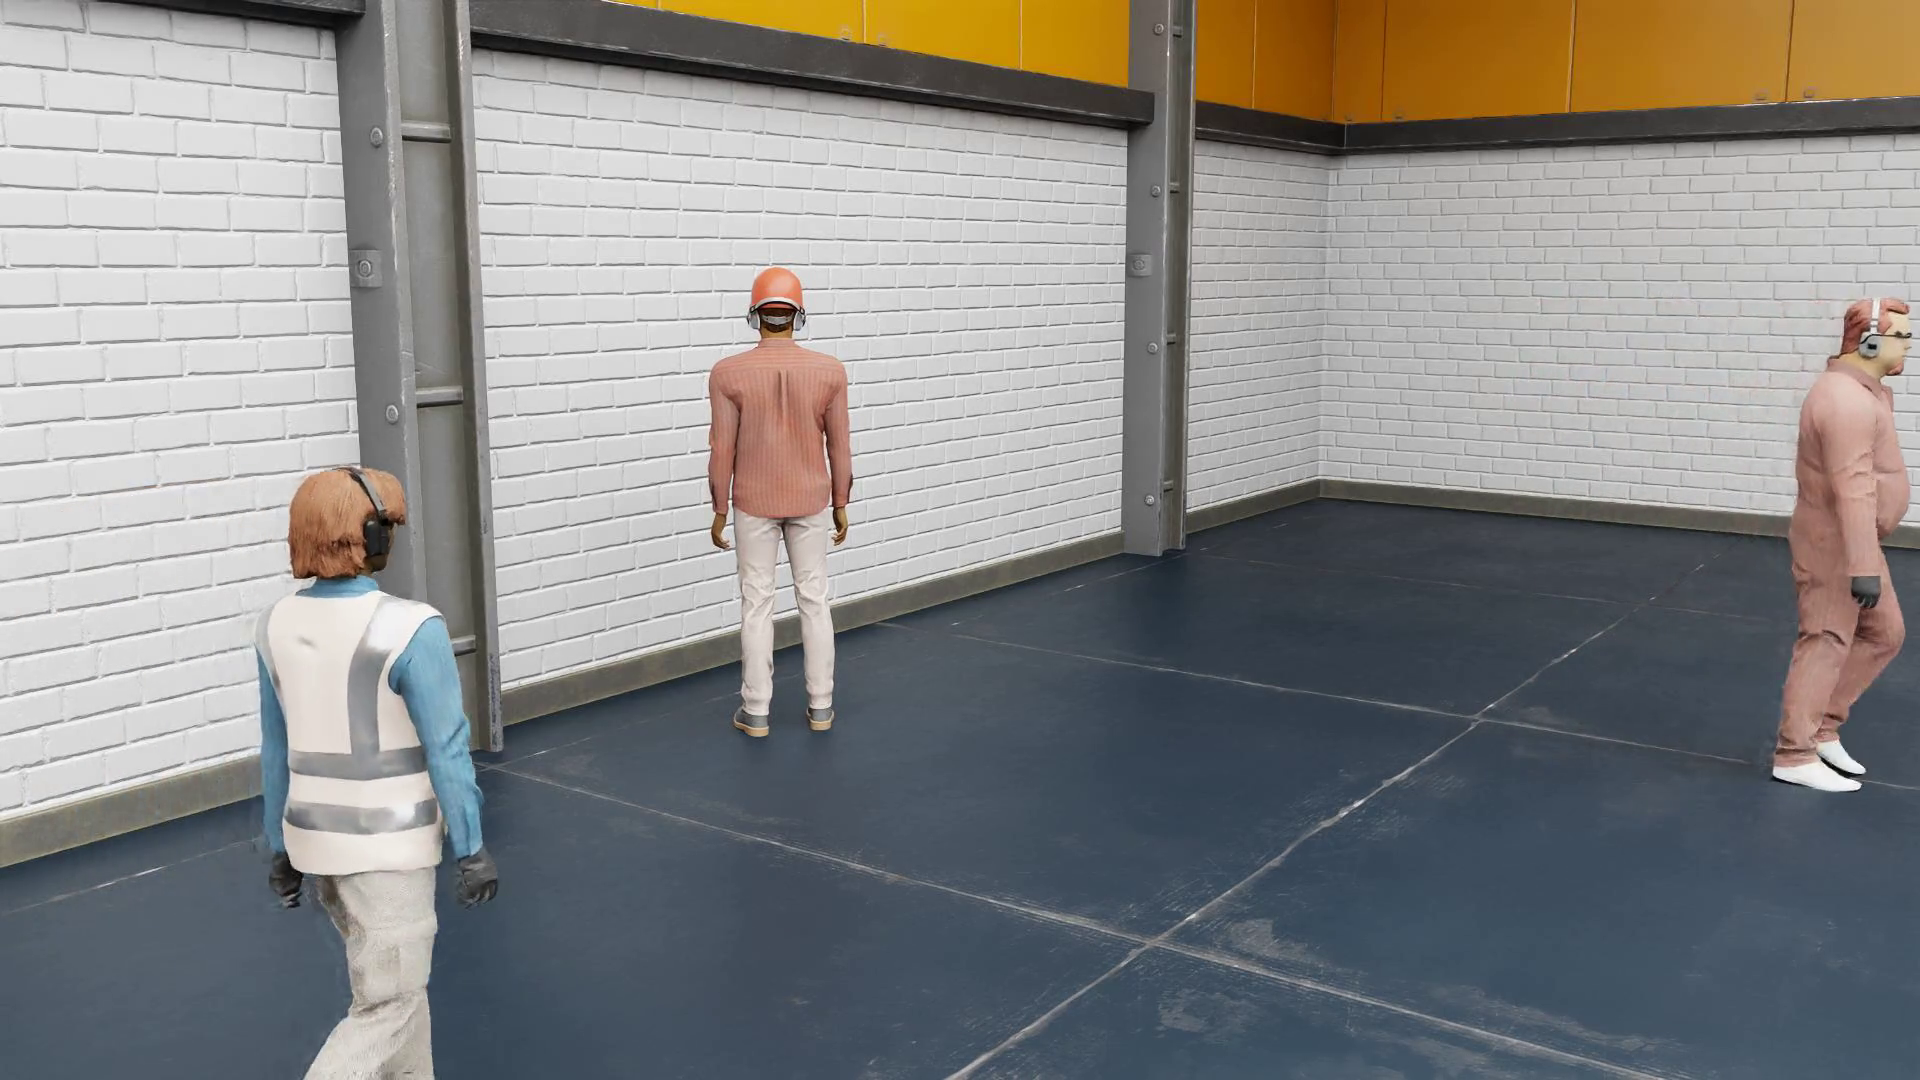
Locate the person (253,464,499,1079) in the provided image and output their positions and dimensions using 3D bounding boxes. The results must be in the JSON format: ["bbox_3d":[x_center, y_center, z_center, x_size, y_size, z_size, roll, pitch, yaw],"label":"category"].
[{"bbox_3d":[-1.269,0.655,3.422,0.519,1.608,0.762,6,11,30],"label":"person"}]

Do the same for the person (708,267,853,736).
[{"bbox_3d":[-0.768,-0.157,7.107,0.622,1.993,0.382,-3,10,-18],"label":"person"}]

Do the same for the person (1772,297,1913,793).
[{"bbox_3d":[3.383,0.032,6.306,0.489,1.887,0.680,5,11,27],"label":"person"}]
